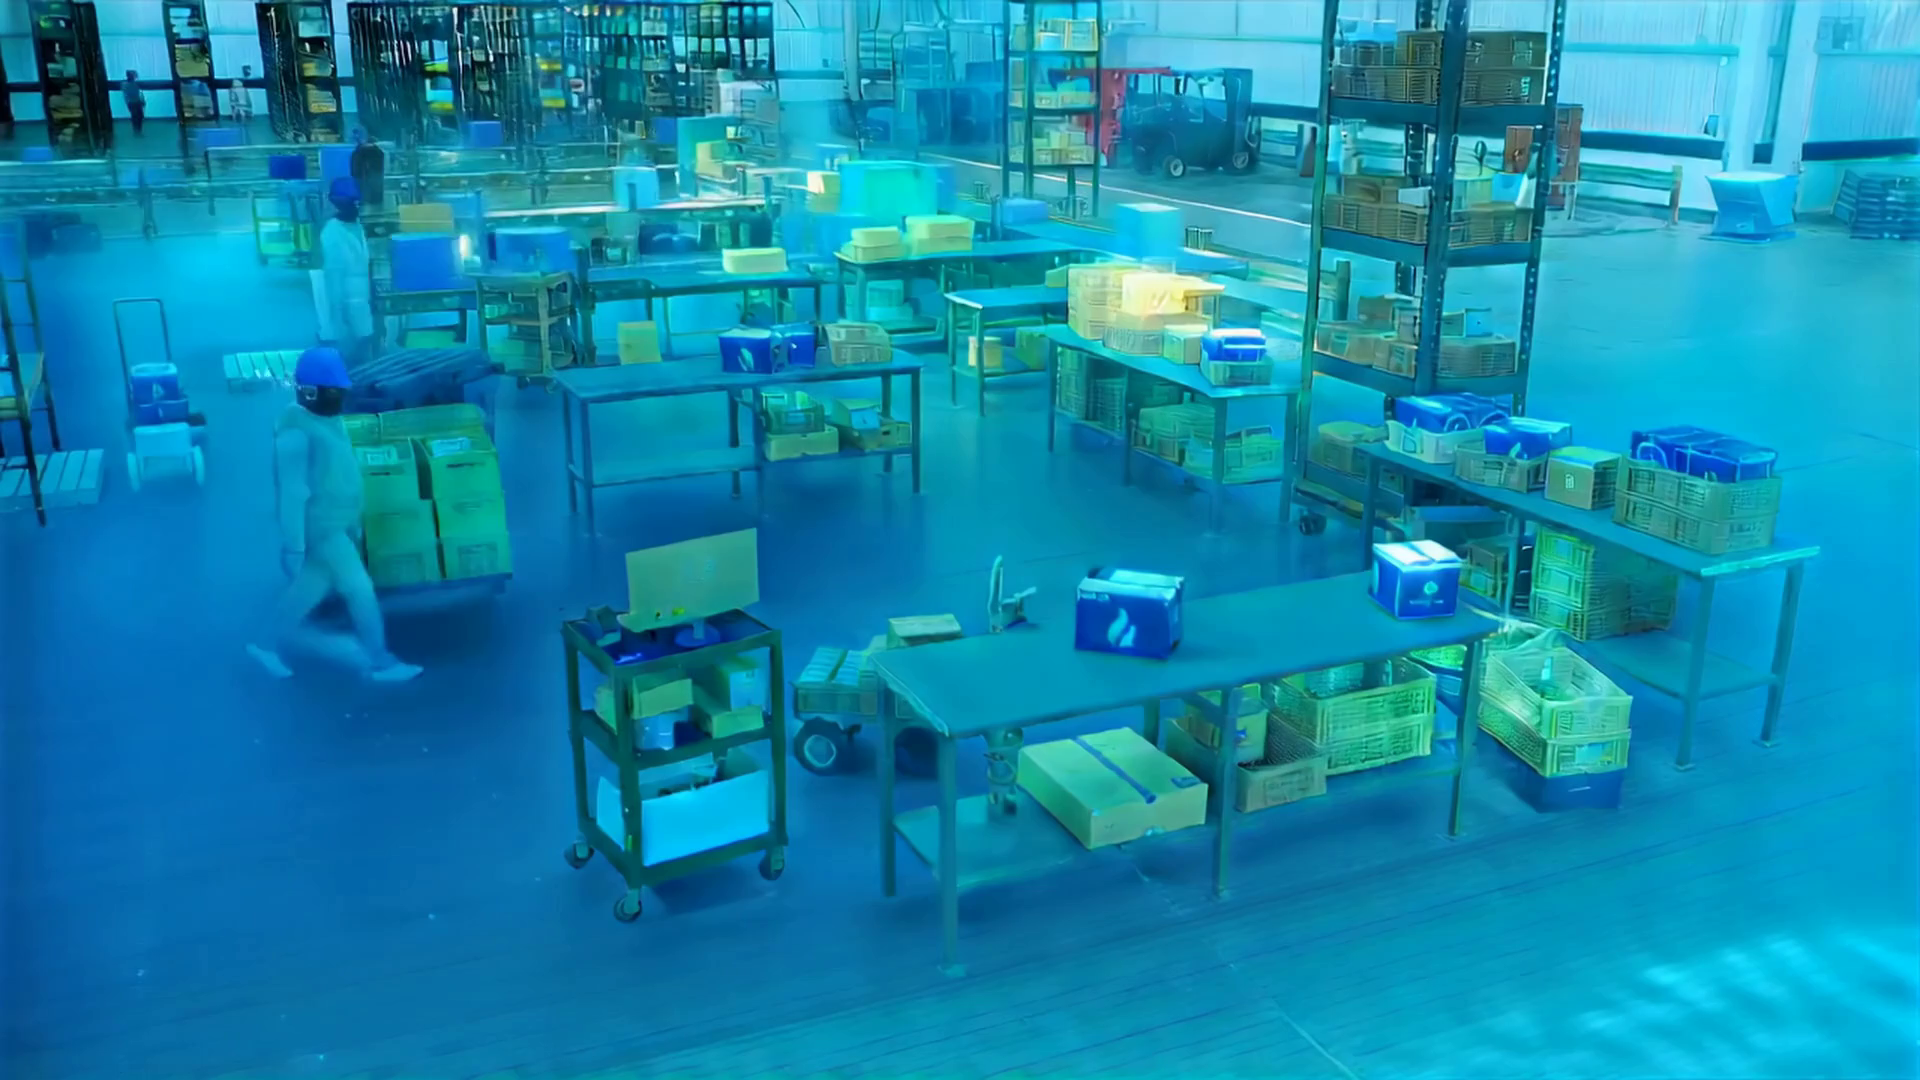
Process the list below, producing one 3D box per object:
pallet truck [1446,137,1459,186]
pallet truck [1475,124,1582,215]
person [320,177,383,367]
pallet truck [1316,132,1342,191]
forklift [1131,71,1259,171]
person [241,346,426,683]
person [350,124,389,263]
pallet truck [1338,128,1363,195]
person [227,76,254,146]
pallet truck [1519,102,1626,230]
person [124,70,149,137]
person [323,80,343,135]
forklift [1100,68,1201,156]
[{"bbox_3d":[9.184,-6.485,29.328,1.630,1.274,0.653,-8,19,-23],"label":"pallet truck"},{"bbox_3d":[9.707,-6.455,28.103,1.885,1.965,0.823,-7,19,-20],"label":"pallet truck"},{"bbox_3d":[-5.119,-2.074,14.244,0.525,2.029,0.635,1,18,4],"label":"person"},{"bbox_3d":[7.723,-7.504,32.656,1.601,1.201,0.680,-8,19,-23],"label":"pallet truck"},{"bbox_3d":[4.998,-8.936,35.413,2.680,1.987,1.157,-9,20,-25],"label":"forklift"},{"bbox_3d":[-3.293,-0.103,8.437,0.901,1.791,0.589,-3,18,-9],"label":"person"},{"bbox_3d":[-8.132,-4.727,22.818,0.407,1.902,0.639,3,18,10],"label":"person"},{"bbox_3d":[7.845,-7.140,31.411,1.522,1.261,0.704,-9,20,-25],"label":"pallet truck"},{"bbox_3d":[-18.288,-10.887,42.350,0.404,1.819,0.601,16,24,41],"label":"person"},{"bbox_3d":[9.972,-6.037,26.785,1.885,1.965,0.823,-9,20,-25],"label":"pallet truck"},{"bbox_3d":[-22.944,-12.117,46.252,0.653,1.810,0.385,6,19,18],"label":"person"},{"bbox_3d":[-17.604,-12.258,46.442,0.468,1.968,0.657,-16,24,-41],"label":"person"},{"bbox_3d":[4.082,-9.564,37.410,2.680,1.987,1.157,-8,19,-23],"label":"forklift"}]
